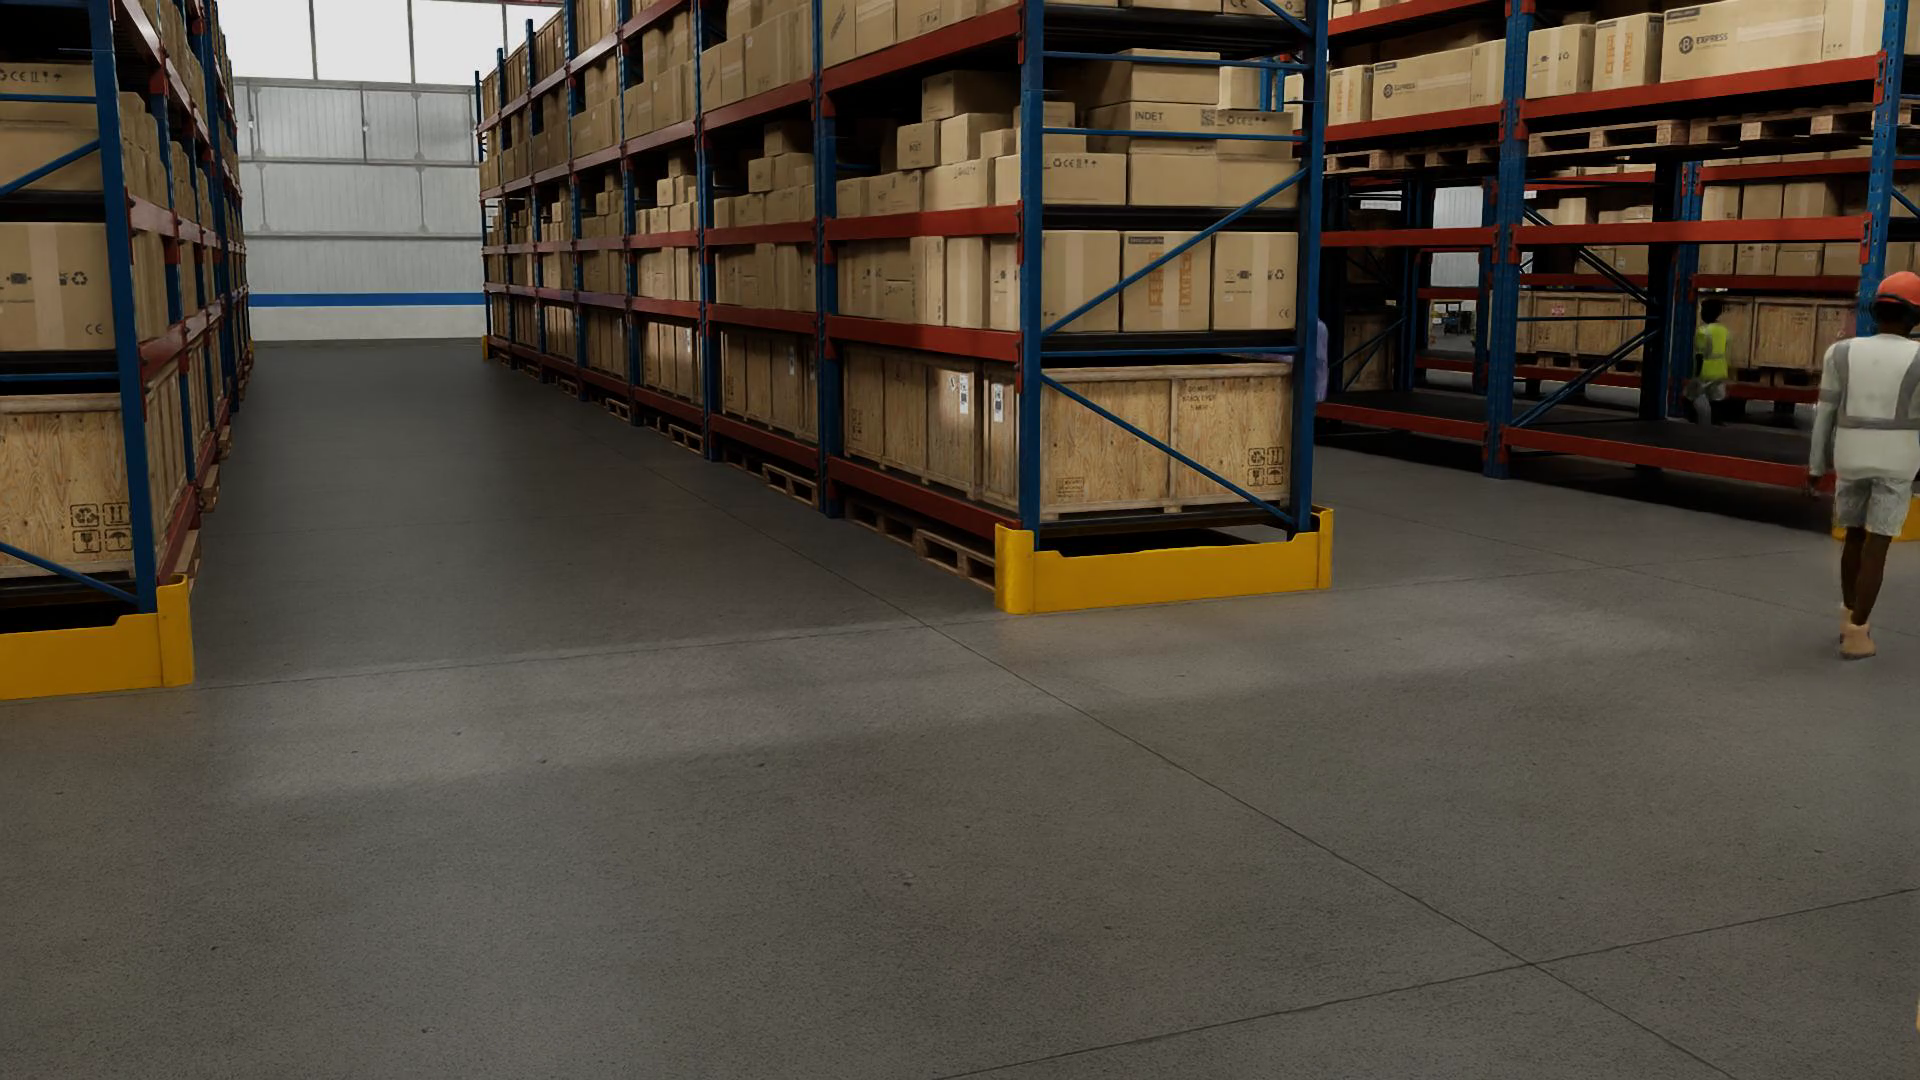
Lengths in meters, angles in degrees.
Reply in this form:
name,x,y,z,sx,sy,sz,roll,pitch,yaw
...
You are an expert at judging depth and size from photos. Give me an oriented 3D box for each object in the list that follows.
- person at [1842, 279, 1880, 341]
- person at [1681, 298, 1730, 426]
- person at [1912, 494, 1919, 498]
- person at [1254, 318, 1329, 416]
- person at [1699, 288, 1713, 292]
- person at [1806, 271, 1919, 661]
name,x,y,z,sx,sy,sz,roll,pitch,yaw
person,9.764,-1.867,18.002,0.398,1.900,0.635,-3,10,-16
person,8.161,-1.796,18.206,0.536,1.681,0.503,-5,10,-25
person,8.651,-1.240,14.339,0.419,1.873,0.733,-5,11,-28
person,2.809,-1.234,14.105,0.655,1.926,0.433,-1,10,-5
person,16.966,-5.176,37.730,0.612,1.926,0.616,2,10,13
person,4.885,-0.387,8.755,0.803,2.016,0.652,-9,13,-42
